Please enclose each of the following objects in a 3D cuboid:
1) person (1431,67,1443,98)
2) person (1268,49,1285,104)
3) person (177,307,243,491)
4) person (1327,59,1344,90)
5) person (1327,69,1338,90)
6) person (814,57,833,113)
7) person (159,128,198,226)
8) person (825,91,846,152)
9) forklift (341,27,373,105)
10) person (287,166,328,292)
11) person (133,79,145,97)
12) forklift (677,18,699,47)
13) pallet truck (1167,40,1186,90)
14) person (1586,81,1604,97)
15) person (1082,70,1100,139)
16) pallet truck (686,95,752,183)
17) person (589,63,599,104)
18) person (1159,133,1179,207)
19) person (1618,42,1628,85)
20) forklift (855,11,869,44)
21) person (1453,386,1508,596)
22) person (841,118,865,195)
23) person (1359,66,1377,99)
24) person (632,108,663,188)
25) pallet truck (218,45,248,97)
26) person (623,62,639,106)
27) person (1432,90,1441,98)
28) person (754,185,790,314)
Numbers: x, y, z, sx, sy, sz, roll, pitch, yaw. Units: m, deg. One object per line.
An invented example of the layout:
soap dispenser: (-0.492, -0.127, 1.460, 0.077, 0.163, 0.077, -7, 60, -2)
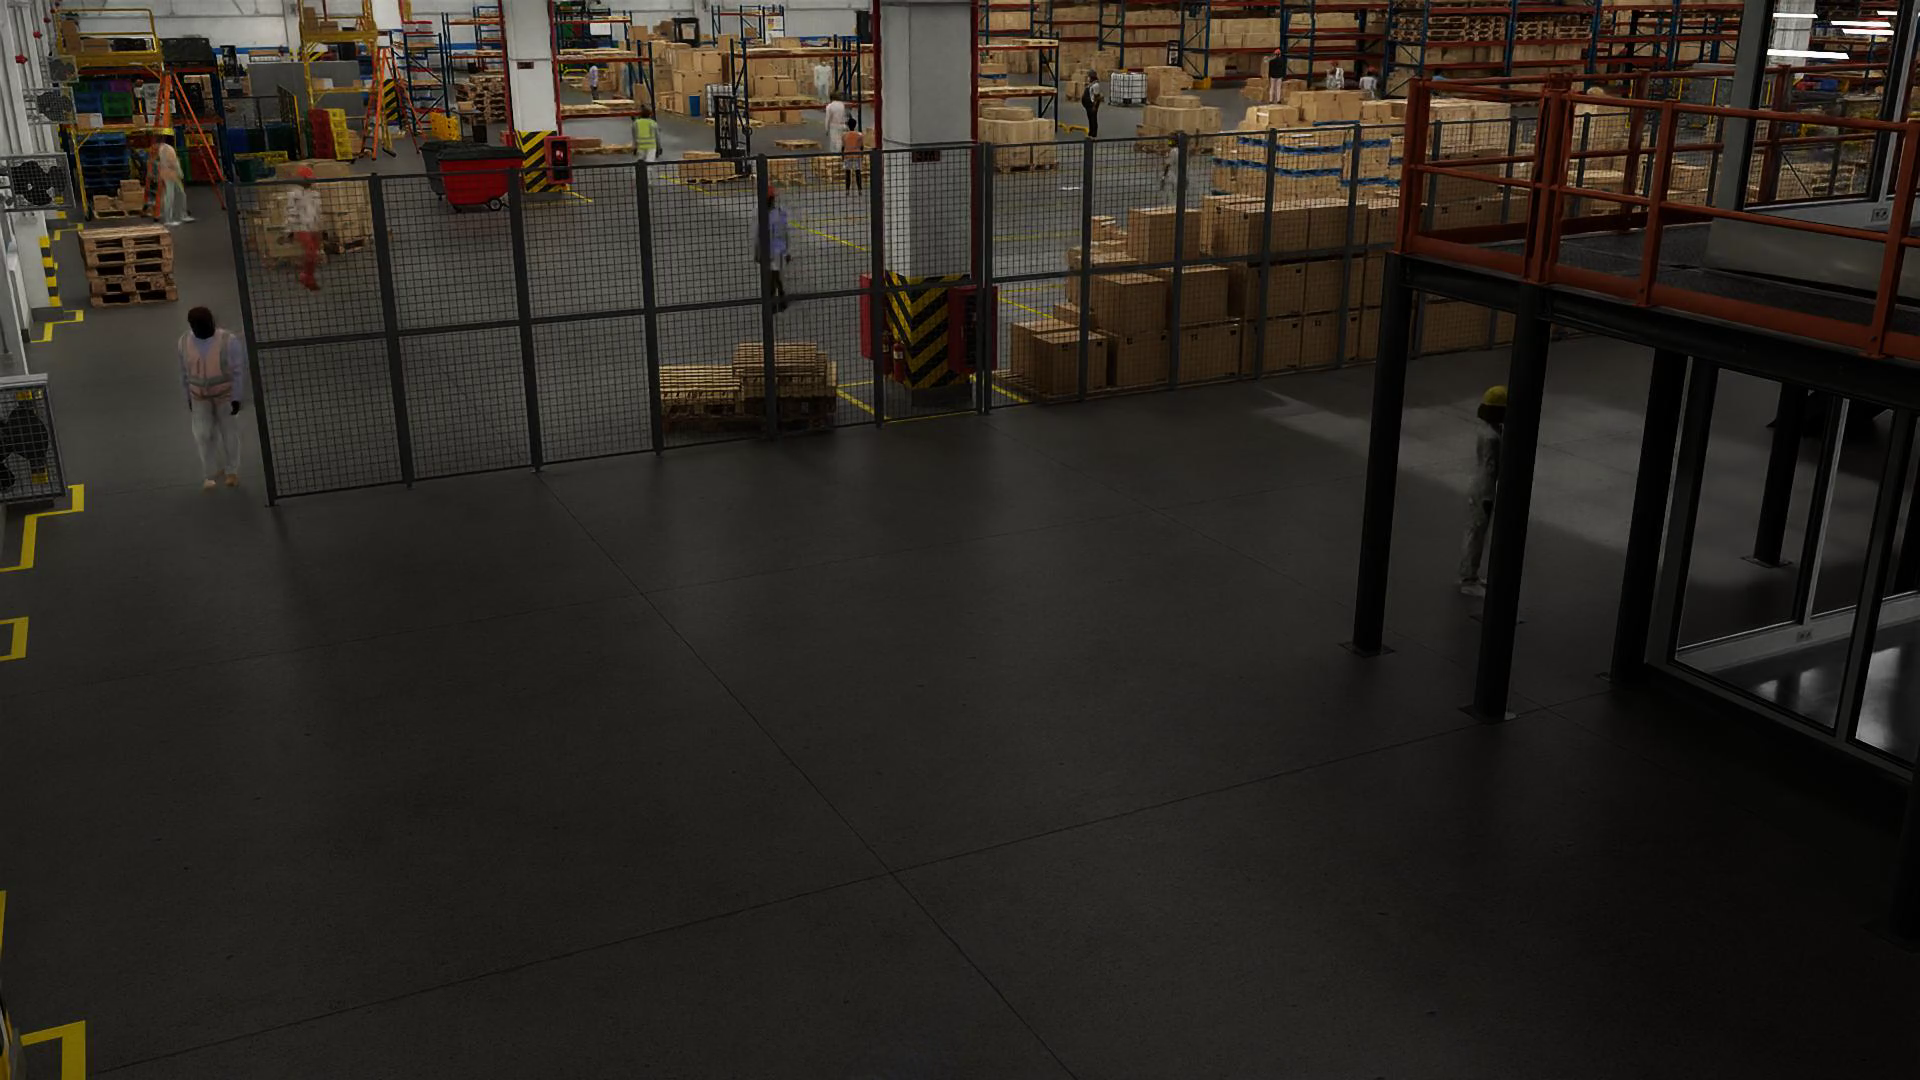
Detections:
person: (16.237, -15.299, 56.826, 0.539, 1.682, 0.373, -6, 20, -17)
person: (11.859, -17.351, 62.303, 0.620, 1.994, 0.381, 6, 20, 16)
person: (-7.302, -1.376, 16.270, 0.622, 1.819, 0.574, -3, 19, -8)
person: (13.081, -15.811, 58.029, 0.620, 1.863, 0.455, 6, 20, 17)
person: (12.831, -15.375, 57.177, 0.860, 1.587, 0.535, 12, 23, 32)
person: (-4.767, -16.023, 58.560, 0.660, 1.922, 0.542, -7, 20, -20)
person: (-15.599, -7.229, 33.118, 0.784, 1.884, 0.642, -13, 23, -33)
person: (-3.174, -10.627, 42.951, 0.949, 1.910, 0.635, 15, 24, 36)
forklift: (-22.274, -17.347, 60.957, 1.873, 2.768, 1.129, -9, 21, -25)
person: (-10.253, -4.870, 26.141, 0.524, 1.972, 0.666, 7, 20, 20)
person: (-25.288, -13.407, 51.426, 0.521, 1.632, 0.313, 6, 20, 18)
forklift: (-11.715, -21.162, 72.015, 1.129, 2.768, 1.873, -6, 20, -16)
pallet truck: (9.045, -19.971, 69.895, 0.823, 1.965, 1.885, -3, 19, -8)
person: (18.499, -12.602, 48.650, 0.571, 1.920, 0.430, -4, 19, -11)
person: (3.882, -12.932, 49.426, 0.538, 2.000, 0.689, -3, 19, -8)
pallet truck: (-5.836, -9.608, 39.856, 0.823, 1.965, 1.885, 10, 22, 27)
person: (-12.991, -16.154, 58.936, 0.362, 1.928, 0.587, -9, 21, -25)
person: (4.114, -7.087, 32.784, 0.795, 1.840, 0.571, 13, 23, 32)
person: (28.788, -20.592, 71.929, 0.429, 1.846, 0.626, -14, 24, -36)
forklift: (-4.919, -25.174, 83.645, 1.873, 2.768, 1.129, -9, 21, -25)
person: (4.296, -0.401, 13.581, 0.348, 1.742, 0.516, 4, 19, 12)
person: (-2.412, -8.628, 37.468, 0.540, 1.694, 0.317, -1, 19, -3)
person: (13.120, -14.313, 53.636, 0.580, 1.901, 0.502, 4, 19, 12)
person: (-7.288, -9.180, 38.932, 0.658, 1.789, 0.968, 2, 19, 7)
pallet truck: (-28.879, -18.665, 66.111, 0.823, 1.965, 1.885, -3, 19, -9)
person: (-11.583, -16.045, 58.638, 0.639, 1.922, 0.713, -11, 22, -28)
person: (13.155, -11.656, 46.007, 0.461, 1.856, 0.519, 4, 19, 11)
person: (-2.793, -4.263, 24.476, 0.564, 1.918, 0.404, 9, 21, 25)
